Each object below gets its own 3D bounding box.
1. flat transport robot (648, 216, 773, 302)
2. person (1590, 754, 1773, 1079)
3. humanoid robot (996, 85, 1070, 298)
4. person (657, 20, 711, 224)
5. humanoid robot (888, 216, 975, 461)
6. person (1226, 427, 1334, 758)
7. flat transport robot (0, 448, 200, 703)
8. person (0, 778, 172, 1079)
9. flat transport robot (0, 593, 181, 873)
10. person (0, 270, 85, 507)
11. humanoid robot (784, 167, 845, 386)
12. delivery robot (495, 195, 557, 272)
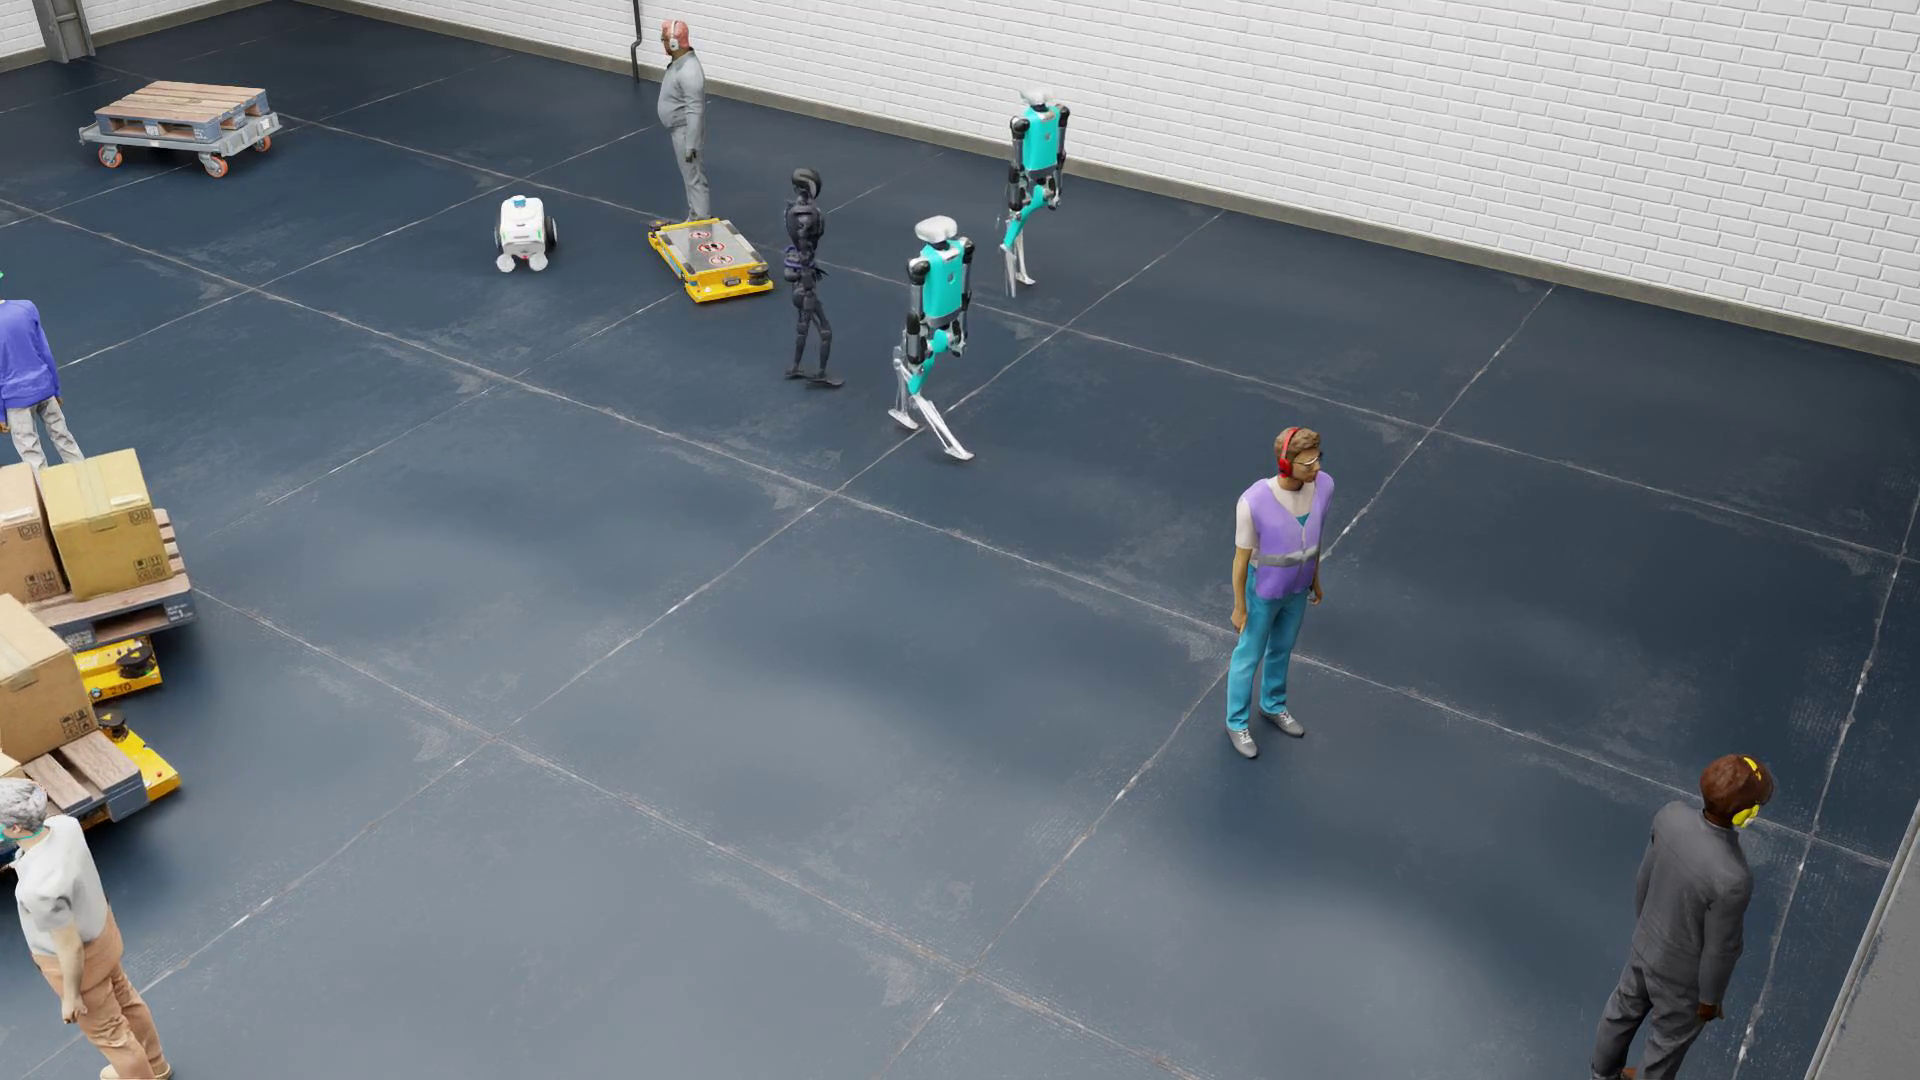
[{"bbox_3d":[-2.112,-2.384,13.966,0.659,0.231,1.431,-14,35,-20],"label":"flat transport robot"},{"bbox_3d":[2.734,1.575,6.323,0.357,1.874,0.492,-9,34,-13],"label":"person"},{"bbox_3d":[0.469,-2.754,13.265,0.544,1.871,0.746,-22,39,-31],"label":"humanoid robot"},{"bbox_3d":[-2.337,-3.443,14.101,0.412,1.905,0.650,-9,34,-14],"label":"person"},{"bbox_3d":[-0.294,-1.376,11.068,1.048,1.745,0.552,28,42,36],"label":"humanoid robot"},{"bbox_3d":[1.595,0.243,8.415,0.569,1.849,0.383,-19,37,-27],"label":"person"},{"bbox_3d":[-5.035,0.478,9.513,0.659,0.231,1.431,-17,37,-25],"label":"flat transport robot"},{"bbox_3d":[-3.396,1.596,6.405,0.308,1.745,0.494,-9,34,-14],"label":"person"},{"bbox_3d":[-4.677,1.351,8.154,0.659,0.231,1.431,26,41,34],"label":"flat transport robot"},{"bbox_3d":[-5.714,-0.876,10.152,0.381,1.865,0.457,17,37,25],"label":"person"},{"bbox_3d":[-1.080,-1.880,11.883,0.420,1.653,0.609,-1,33,-2],"label":"humanoid robot"},{"bbox_3d":[-3.708,-2.622,14.087,0.523,0.612,0.783,-7,33,-10],"label":"delivery robot"}]
